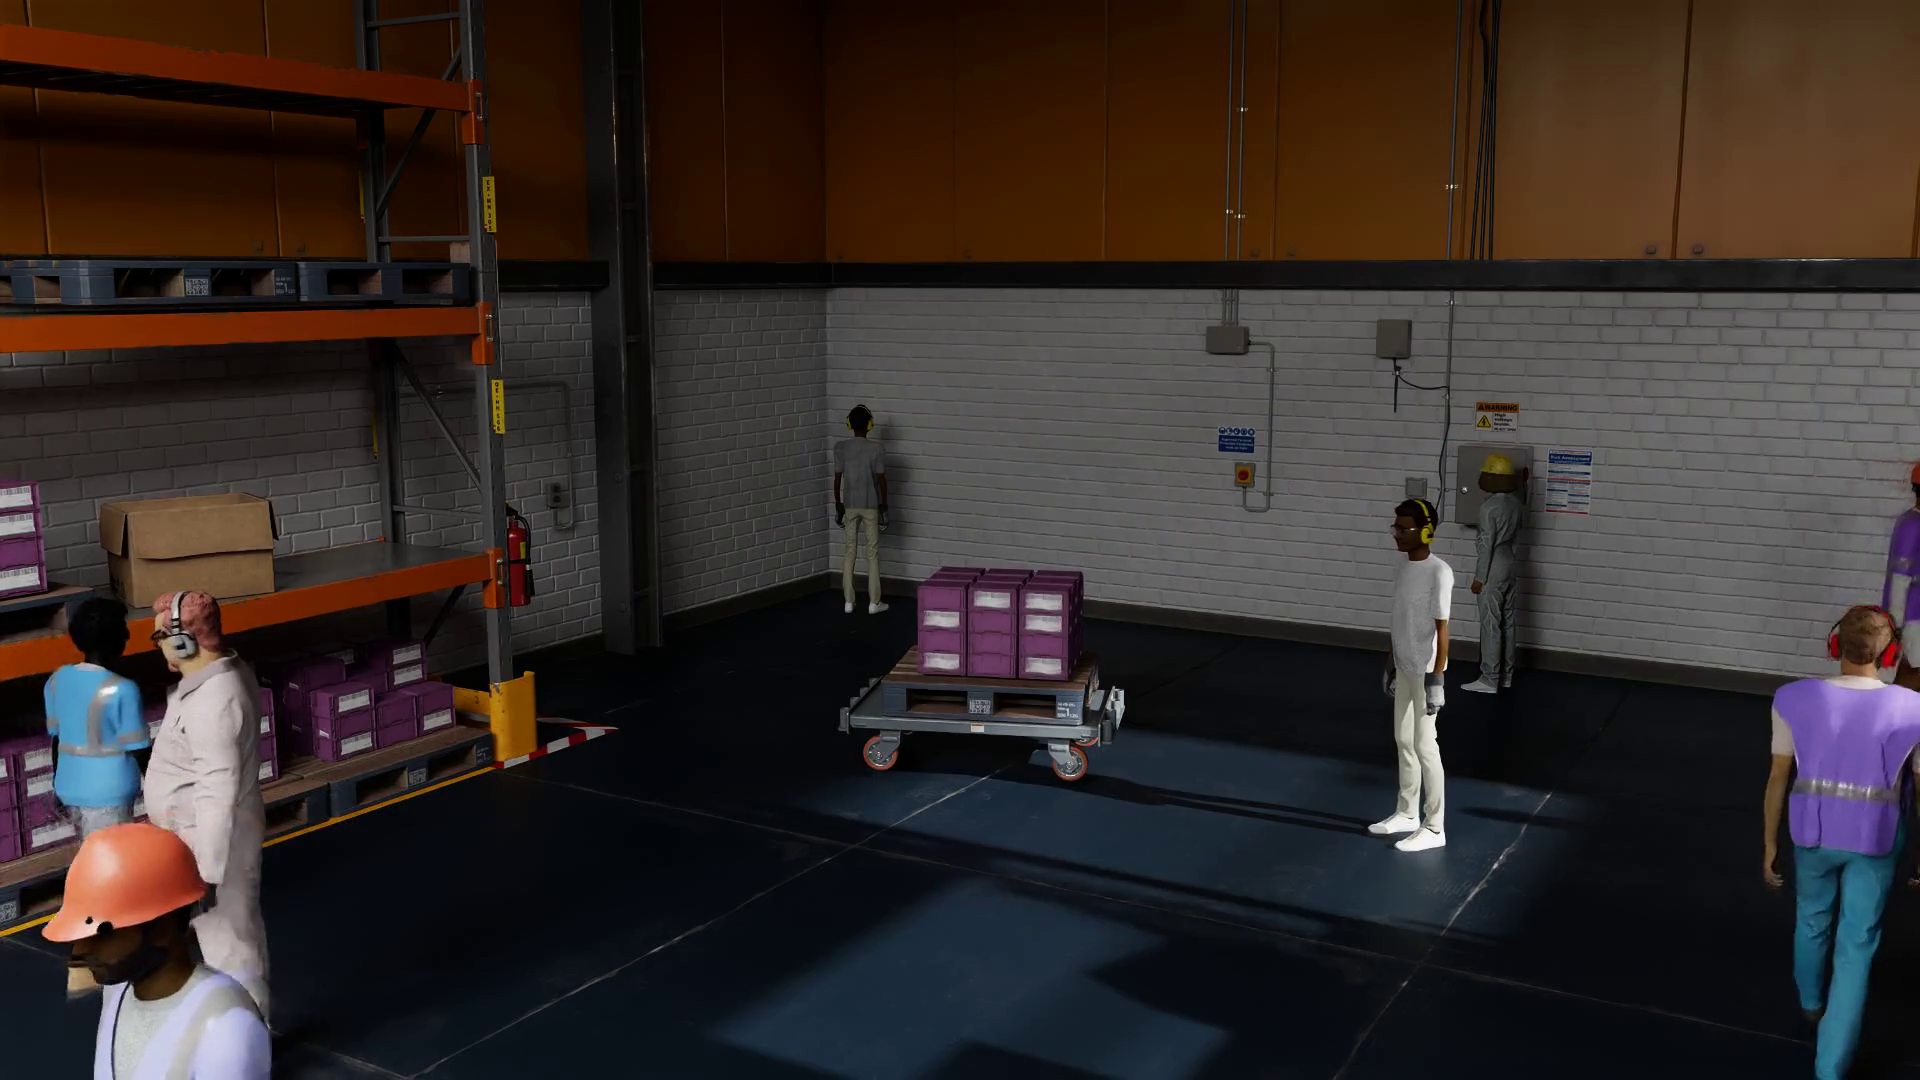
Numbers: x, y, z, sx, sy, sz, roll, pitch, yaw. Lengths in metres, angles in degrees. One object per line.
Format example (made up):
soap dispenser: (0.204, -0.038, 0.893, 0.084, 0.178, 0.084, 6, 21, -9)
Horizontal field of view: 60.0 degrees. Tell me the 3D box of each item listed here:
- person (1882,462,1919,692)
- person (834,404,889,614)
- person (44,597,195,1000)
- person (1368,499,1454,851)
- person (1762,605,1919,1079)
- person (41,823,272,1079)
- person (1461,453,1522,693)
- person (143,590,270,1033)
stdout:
person: (5.875, 0.436, 10.260, 0.463, 1.926, 0.542, 7, 11, 35)
person: (-0.877, -0.274, 14.851, 0.515, 1.876, 0.328, 2, 9, 13)
person: (-3.557, 1.060, 7.132, 0.554, 1.661, 0.782, 6, 11, 32)
person: (2.407, 0.707, 8.804, 0.316, 1.854, 0.514, -2, 9, -15)
person: (3.391, 1.132, 6.338, 0.572, 1.784, 0.991, 6, 11, 34)
person: (-1.677, 1.529, 3.478, 0.544, 1.919, 0.577, 6, 11, 33)
person: (3.866, 0.237, 12.069, 0.487, 1.744, 0.297, -9, 13, -44)
person: (-2.742, 1.119, 6.074, 0.405, 1.903, 0.636, -3, 10, -17)
